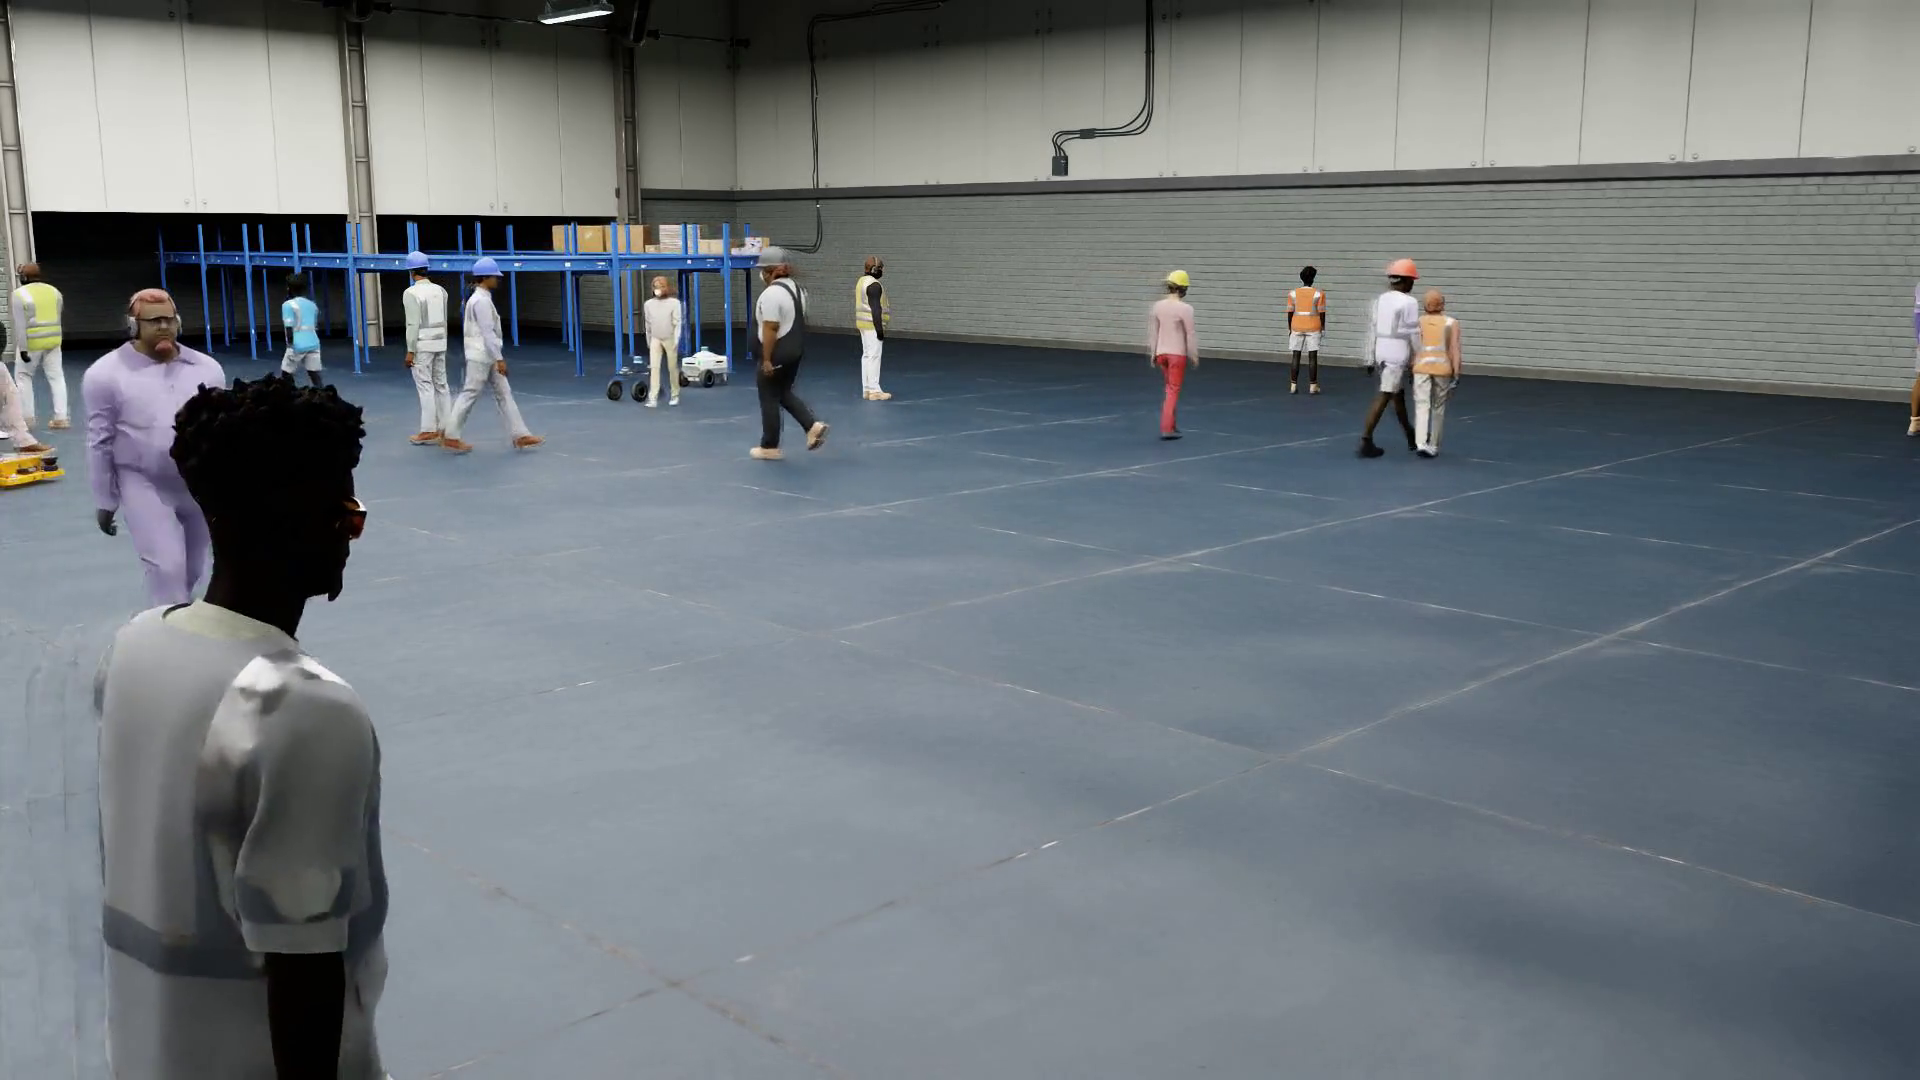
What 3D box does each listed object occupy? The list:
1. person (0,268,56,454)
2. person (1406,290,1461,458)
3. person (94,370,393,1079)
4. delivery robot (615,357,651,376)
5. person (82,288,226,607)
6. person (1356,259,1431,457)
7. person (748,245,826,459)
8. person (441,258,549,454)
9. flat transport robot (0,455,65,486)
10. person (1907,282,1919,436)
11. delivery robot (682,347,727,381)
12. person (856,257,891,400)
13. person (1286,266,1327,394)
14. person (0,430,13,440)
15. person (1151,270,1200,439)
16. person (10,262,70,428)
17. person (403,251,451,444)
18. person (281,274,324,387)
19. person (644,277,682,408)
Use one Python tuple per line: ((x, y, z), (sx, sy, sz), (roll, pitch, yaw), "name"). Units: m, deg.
((-9.265, -1.732, 15.729), (1.003, 1.957, 0.629), (-6, 12, -30), "person")
((4.503, -1.578, 15.852), (0.512, 1.599, 0.759), (3, 11, 14), "person")
((-0.932, 0.709, 2.500), (0.612, 1.918, 0.964), (7, 13, 34), "person")
((-4.183, -2.263, 21.574), (0.335, 0.223, 0.698), (6, 12, 28), "delivery robot")
((-3.769, -0.256, 7.895), (0.927, 1.875, 0.652), (10, 14, 42), "person")
((4.231, -1.758, 16.053), (0.981, 1.875, 0.543), (-4, 11, -21), "person")
((-1.686, -1.761, 15.746), (0.675, 2.000, 0.691), (4, 11, 20), "person")
((-4.619, -1.790, 16.220), (1.023, 1.897, 0.619), (-2, 11, -12), "person")
((-8.586, -0.614, 14.323), (1.431, 0.197, 0.652), (2, 10, 8), "flat transport robot")
((10.287, -2.097, 17.466), (0.385, 2.040, 0.605), (-1, 10, -8), "person")
((-3.605, -2.486, 23.500), (0.477, 0.478, 0.707), (5, 12, 27), "delivery robot")
((-1.132, -2.747, 21.595), (0.428, 1.832, 0.626), (-3, 11, -17), "person")
((4.649, -2.817, 22.323), (0.541, 1.697, 0.316), (5, 11, 24), "person")
((-10.243, -1.996, 17.296), (0.639, 1.902, 0.407), (5, 12, 26), "person")
((2.288, -1.935, 17.374), (0.599, 1.745, 0.543), (-9, 13, -39), "person")
((-10.187, -2.137, 18.304), (0.733, 1.819, 0.640), (5, 11, 25), "person")
((-5.455, -1.961, 16.978), (0.398, 1.943, 0.616), (4, 11, 19), "person")
((-7.589, -2.189, 18.962), (0.788, 1.659, 0.557), (4, 11, 19), "person")
((-3.669, -2.443, 20.536), (0.504, 1.600, 0.751), (1, 10, 8), "person")
